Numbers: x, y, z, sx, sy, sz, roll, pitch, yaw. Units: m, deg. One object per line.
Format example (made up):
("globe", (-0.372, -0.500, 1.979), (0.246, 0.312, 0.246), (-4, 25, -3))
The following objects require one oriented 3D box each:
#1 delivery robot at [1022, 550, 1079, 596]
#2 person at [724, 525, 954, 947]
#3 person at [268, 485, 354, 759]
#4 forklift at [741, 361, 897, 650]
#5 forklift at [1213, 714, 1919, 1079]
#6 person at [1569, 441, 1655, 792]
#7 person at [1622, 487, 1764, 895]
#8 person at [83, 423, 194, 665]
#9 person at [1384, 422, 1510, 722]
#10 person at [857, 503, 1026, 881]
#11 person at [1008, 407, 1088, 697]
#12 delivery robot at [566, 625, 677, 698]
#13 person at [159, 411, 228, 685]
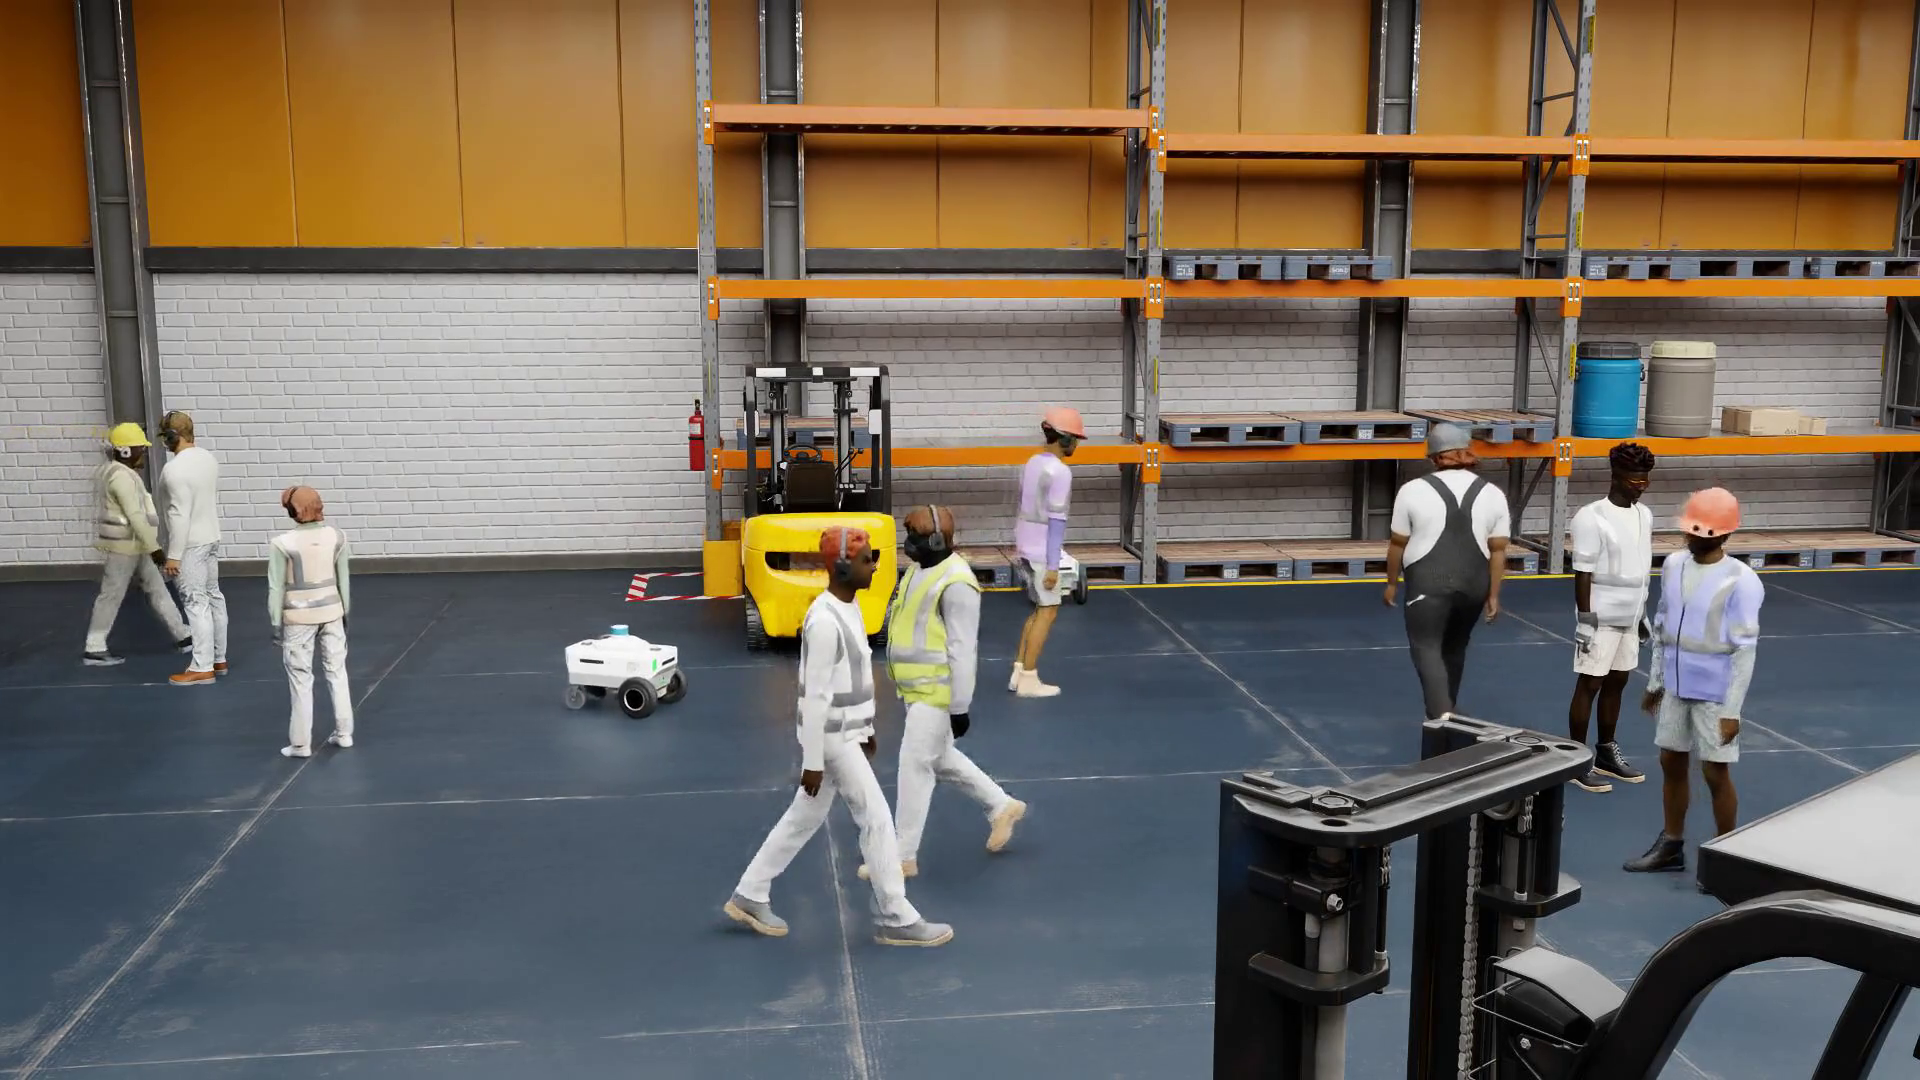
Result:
("delivery robot", (0.793, 0.224, 14.651), (0.477, 0.478, 0.707), (-2, 9, -14))
("person", (-0.566, 0.839, 7.140), (0.990, 1.839, 0.589), (0, 9, 1))
("person", (-3.877, 0.486, 9.959), (0.310, 1.634, 0.531), (7, 12, 38))
("forklift", (-1.154, -0.340, 13.365), (1.214, 2.155, 2.313), (-1, 9, -7))
("forklift", (1.441, 1.425, 2.350), (1.214, 2.155, 2.313), (-7, 12, -39))
("person", (3.674, 0.421, 9.346), (0.603, 1.959, 0.376), (-6, 11, -33))
("person", (3.446, 0.702, 7.799), (0.416, 1.916, 0.605), (-4, 10, -22))
("person", (-6.097, 0.025, 12.353), (0.945, 1.780, 0.608), (-4, 10, -23))
("person", (2.985, 0.249, 10.165), (0.688, 2.000, 0.960), (0, 9, 0))
("person", (-0.074, 0.711, 8.005), (0.841, 1.814, 0.632), (-3, 10, -19))
("person", (0.574, 0.090, 11.417), (0.634, 2.001, 0.659), (-3, 10, -18))
("delivery robot", (-2.244, 0.807, 11.017), (0.707, 0.478, 0.477), (3, 10, 18))
("person", (-5.413, 0.055, 11.713), (0.371, 1.934, 0.627), (0, 9, -2))
